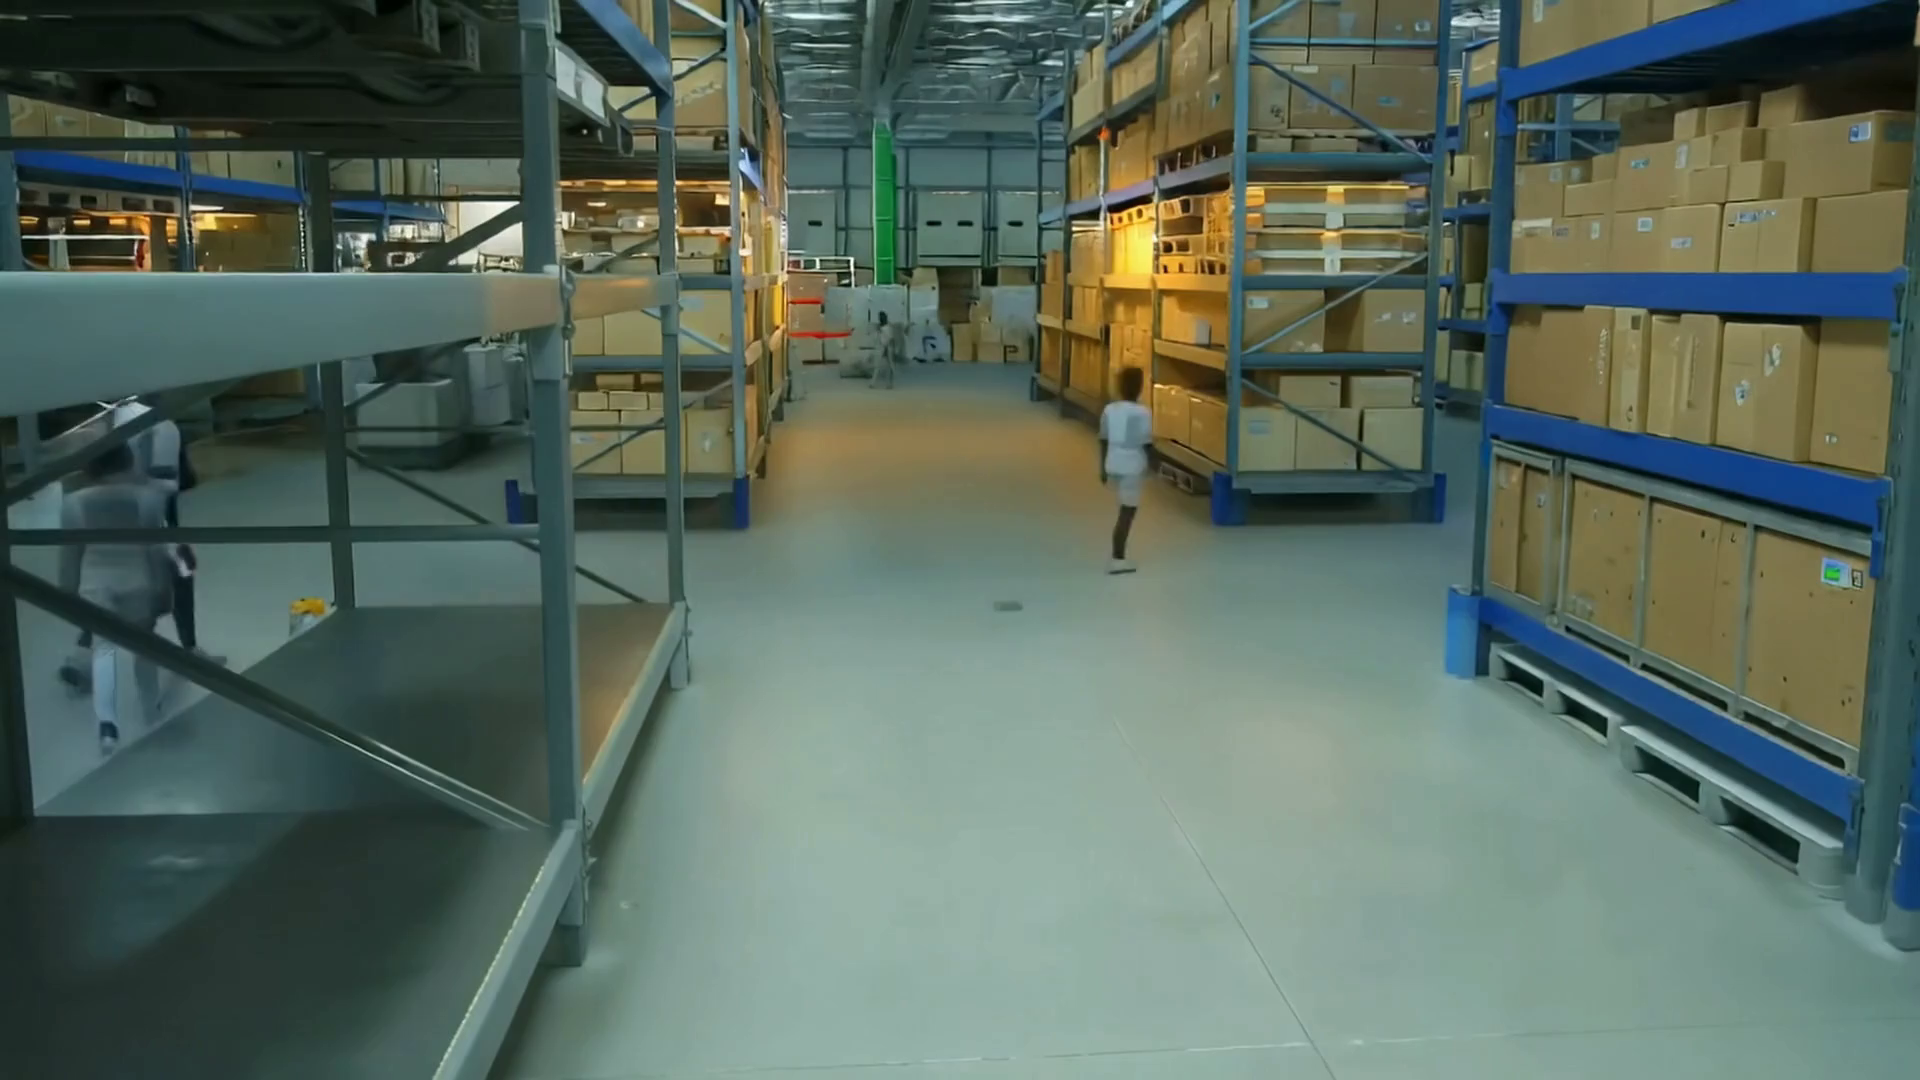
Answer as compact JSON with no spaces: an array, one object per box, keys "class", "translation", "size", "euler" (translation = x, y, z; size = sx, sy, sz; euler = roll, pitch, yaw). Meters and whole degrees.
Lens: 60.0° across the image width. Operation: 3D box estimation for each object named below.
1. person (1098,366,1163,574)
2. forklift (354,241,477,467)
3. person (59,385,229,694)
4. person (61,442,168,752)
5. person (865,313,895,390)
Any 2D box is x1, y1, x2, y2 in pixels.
[{"class":"person","translation":[1.391,-0.561,13.418],"size":[0.508,1.681,0.540],"euler":[-6,11,-32]},{"class":"forklift","translation":[-6.963,-2.390,21.135],"size":[1.129,2.768,1.873],"euler":[-1,9,-4]},{"class":"person","translation":[-4.761,-0.109,9.627],"size":[0.626,1.990,1.039],"euler":[4,10,24]},{"class":"person","translation":[-4.346,0.262,8.562],"size":[0.510,1.578,0.917],"euler":[-3,10,-19]},{"class":"person","translation":[-1.644,-3.958,34.956],"size":[0.527,1.626,0.530],"euler":[-3,10,-19]}]
